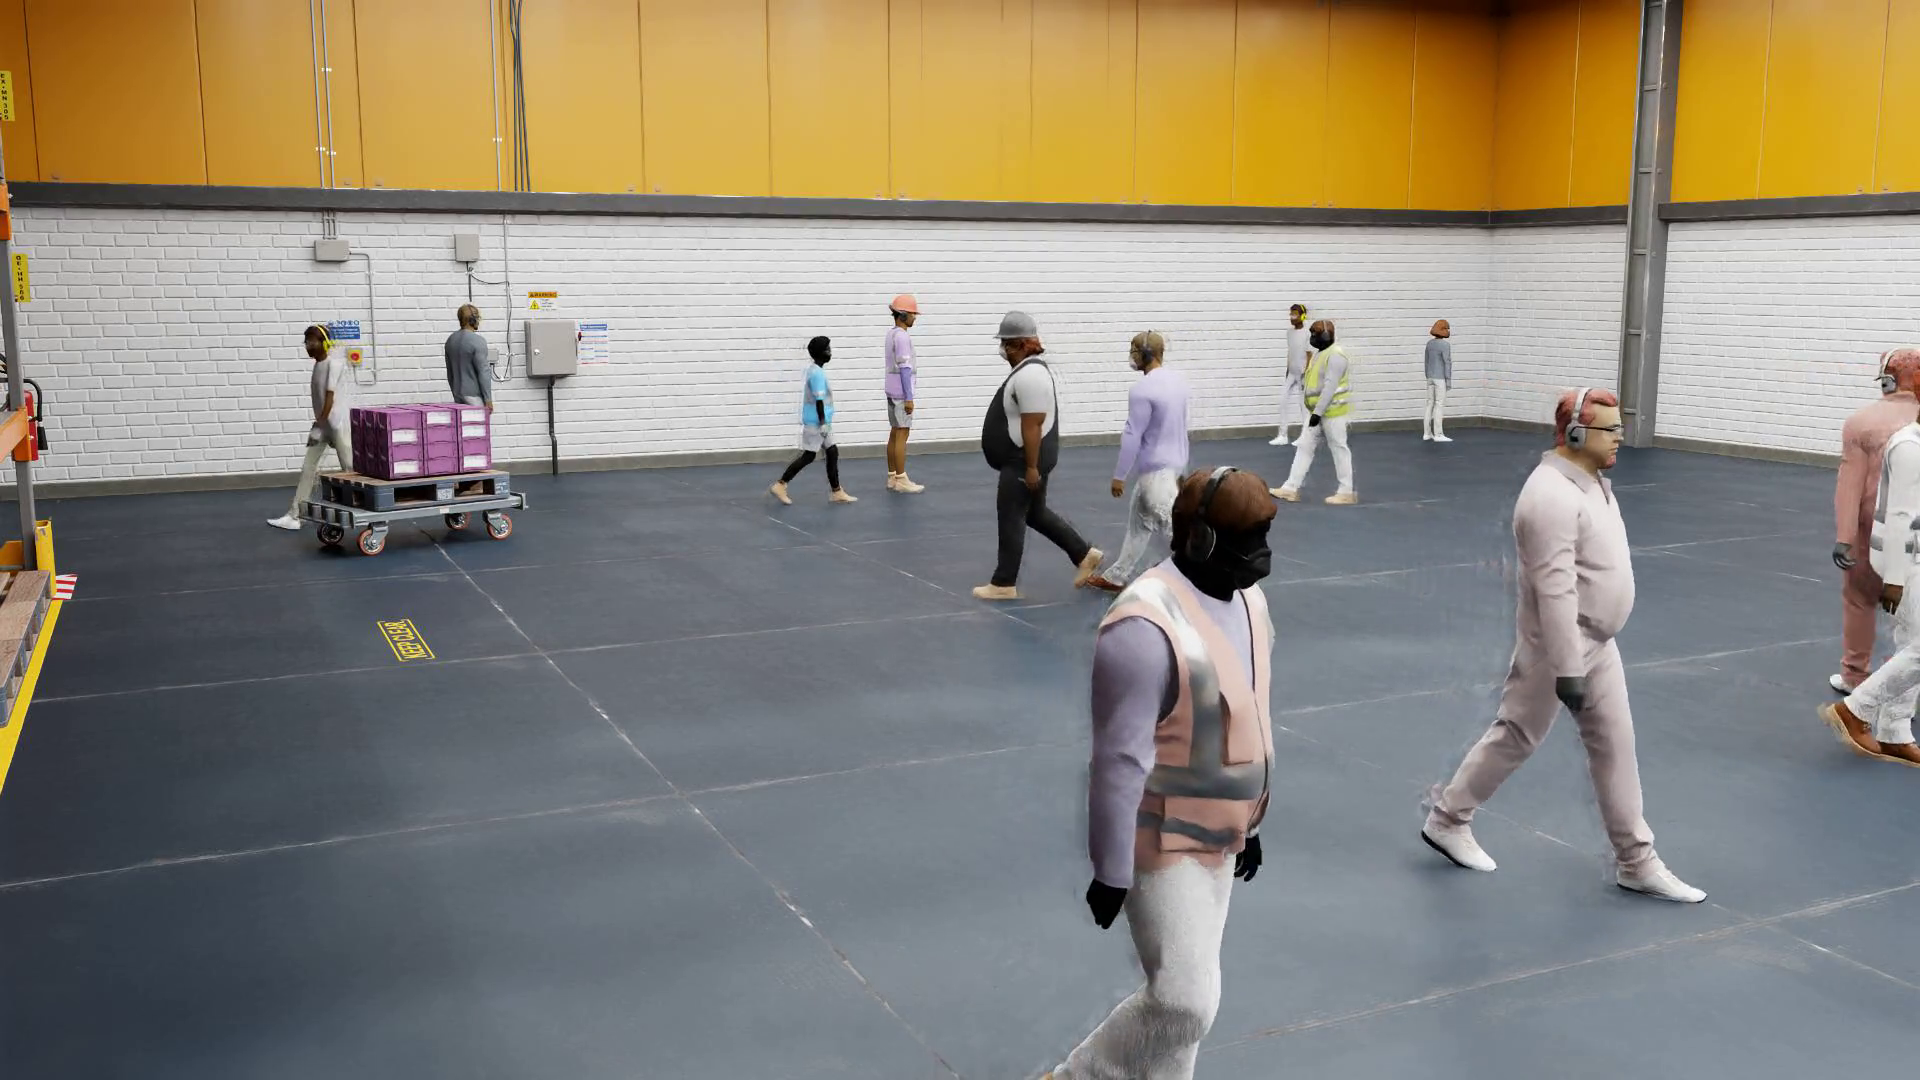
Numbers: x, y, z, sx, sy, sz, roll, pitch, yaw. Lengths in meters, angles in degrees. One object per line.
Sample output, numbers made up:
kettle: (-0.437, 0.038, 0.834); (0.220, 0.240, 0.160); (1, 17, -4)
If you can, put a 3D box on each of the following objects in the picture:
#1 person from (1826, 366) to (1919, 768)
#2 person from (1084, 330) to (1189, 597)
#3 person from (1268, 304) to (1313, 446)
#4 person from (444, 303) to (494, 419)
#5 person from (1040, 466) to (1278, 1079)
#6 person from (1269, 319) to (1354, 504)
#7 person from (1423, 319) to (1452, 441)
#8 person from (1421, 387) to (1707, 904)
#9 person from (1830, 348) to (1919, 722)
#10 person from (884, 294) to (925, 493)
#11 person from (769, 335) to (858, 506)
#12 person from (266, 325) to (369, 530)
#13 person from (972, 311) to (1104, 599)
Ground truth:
person: (4.320, 0.128, 7.522); (0.435, 1.866, 0.608); (8, 12, 41)
person: (1.308, -0.475, 11.258); (1.053, 1.882, 0.651); (5, 10, 28)
person: (4.297, -2.123, 21.545); (0.740, 1.845, 0.565); (-6, 11, -32)
person: (-5.051, -1.469, 17.212); (0.630, 1.940, 0.373); (7, 11, 36)
person: (0.517, 0.719, 4.029); (0.476, 1.822, 0.638); (6, 11, 31)
person: (3.454, -1.232, 16.178); (0.902, 1.798, 0.622); (-2, 9, -11)
person: (6.414, -2.135, 22.288); (0.279, 1.633, 0.506); (-3, 10, -20)
person: (2.202, 0.368, 6.093); (1.009, 1.862, 0.655); (7, 12, 37)
person: (4.816, -0.048, 8.595); (0.679, 1.865, 0.848); (2, 9, 11)
person: (-0.582, -1.505, 17.117); (0.379, 2.043, 0.605); (-3, 10, -17)
person: (-1.448, -1.154, 16.126); (0.826, 1.667, 0.540); (-1, 9, -5)
person: (-5.587, -0.981, 14.625); (0.480, 1.805, 0.980); (8, 12, 42)
person: (0.552, -0.603, 11.528); (0.851, 2.000, 0.695); (1, 9, 5)
